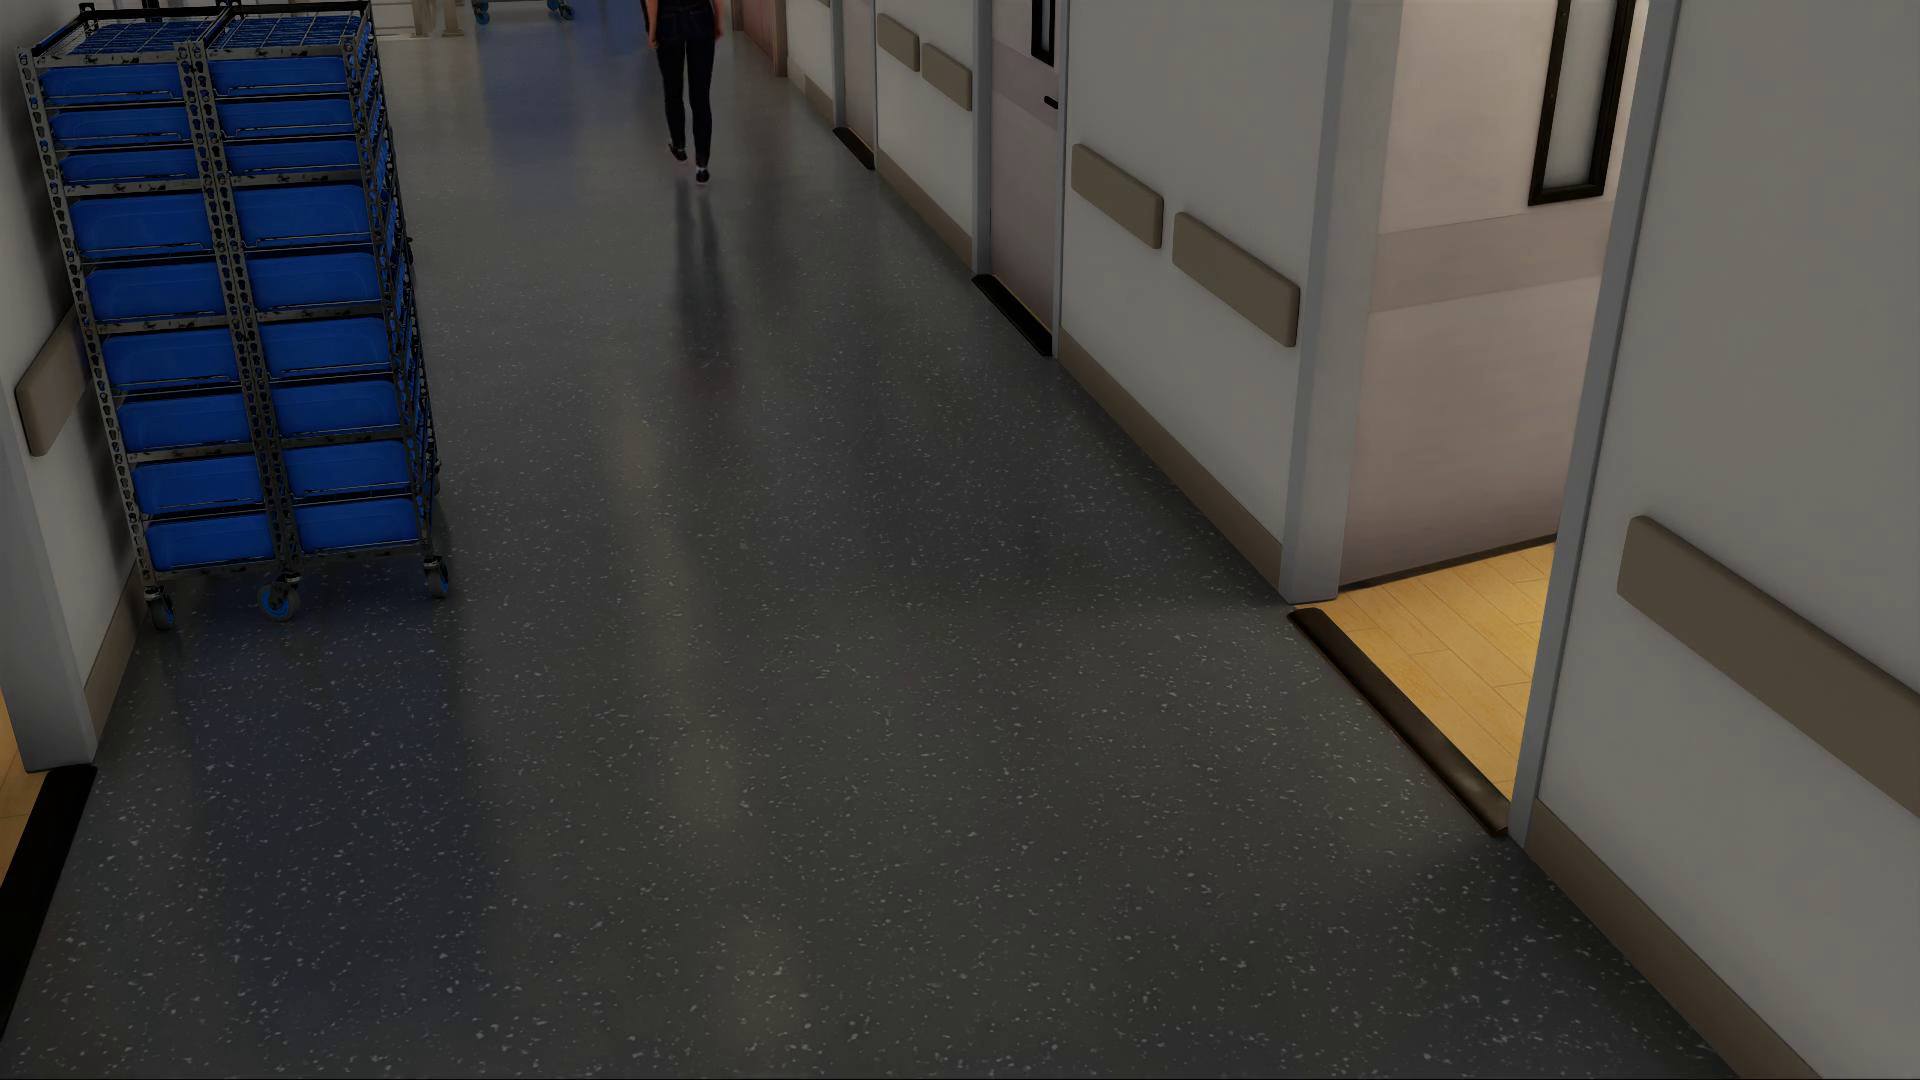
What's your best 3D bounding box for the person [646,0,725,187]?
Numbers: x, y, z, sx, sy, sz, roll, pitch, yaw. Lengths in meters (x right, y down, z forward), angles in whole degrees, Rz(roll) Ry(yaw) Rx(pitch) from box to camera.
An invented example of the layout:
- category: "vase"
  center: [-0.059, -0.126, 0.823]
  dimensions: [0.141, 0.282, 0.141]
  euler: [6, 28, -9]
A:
- category: "person"
  center: [-1.612, -2.975, 9.844]
  dimensions: [0.648, 1.735, 1.038]
  euler: [-6, 26, -11]
